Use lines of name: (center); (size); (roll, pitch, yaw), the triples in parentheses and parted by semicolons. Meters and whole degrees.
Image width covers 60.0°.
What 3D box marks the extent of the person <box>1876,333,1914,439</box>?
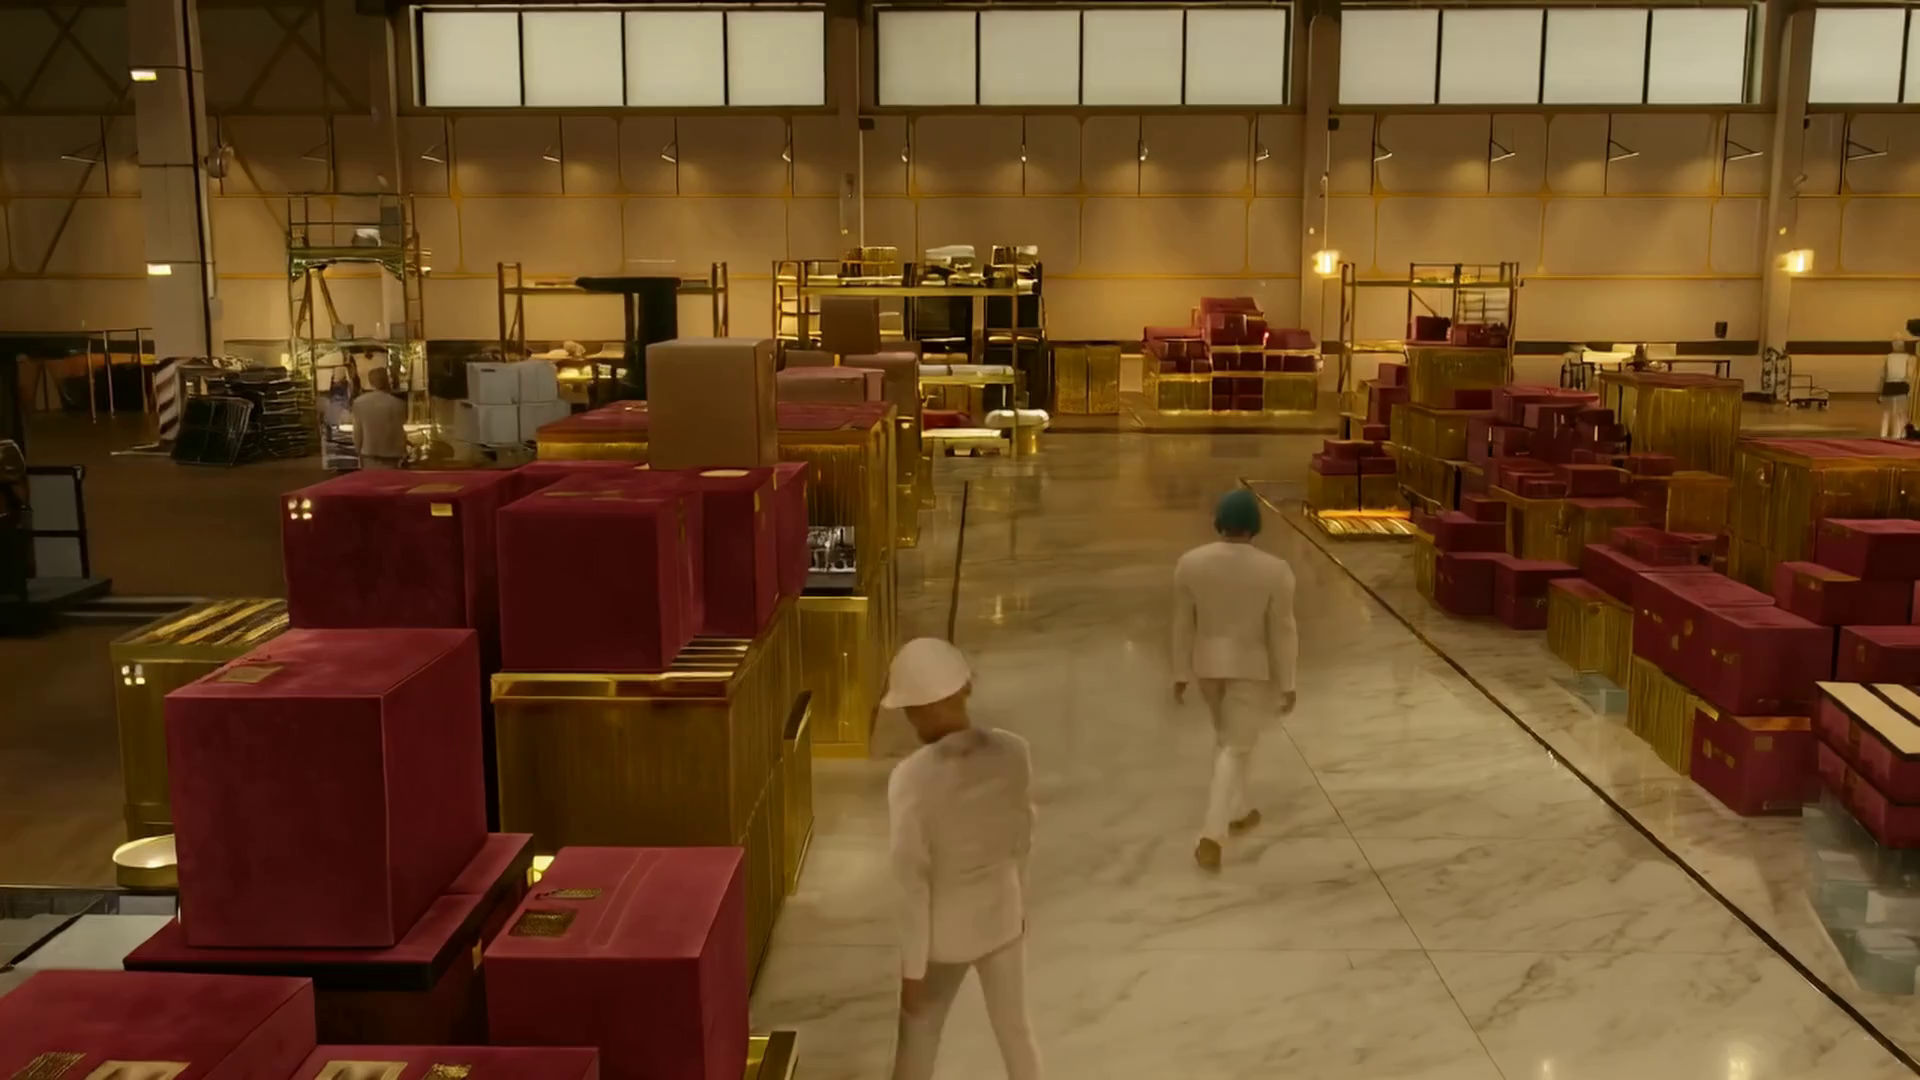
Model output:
person: (15.000, -2.362, 26.693); (0.557, 1.913, 0.776); (5, 11, 27)

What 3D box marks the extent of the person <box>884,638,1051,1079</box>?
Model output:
person: (-0.012, 1.218, 5.383); (0.644, 1.853, 0.988); (-7, 12, -38)

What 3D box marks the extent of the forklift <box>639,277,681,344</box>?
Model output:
forklift: (-4.271, -2.370, 23.831); (1.873, 2.768, 1.129); (-5, 11, -25)

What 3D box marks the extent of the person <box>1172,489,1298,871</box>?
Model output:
person: (1.369, 0.691, 8.446); (0.642, 1.905, 0.981); (6, 11, 31)

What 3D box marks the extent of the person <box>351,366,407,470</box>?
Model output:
person: (-6.149, -0.871, 17.676); (0.628, 1.936, 0.375); (3, 10, 18)

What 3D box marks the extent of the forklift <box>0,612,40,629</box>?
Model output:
forklift: (-8.535, -0.723, 13.968); (1.873, 2.768, 1.129); (0, 9, 1)
